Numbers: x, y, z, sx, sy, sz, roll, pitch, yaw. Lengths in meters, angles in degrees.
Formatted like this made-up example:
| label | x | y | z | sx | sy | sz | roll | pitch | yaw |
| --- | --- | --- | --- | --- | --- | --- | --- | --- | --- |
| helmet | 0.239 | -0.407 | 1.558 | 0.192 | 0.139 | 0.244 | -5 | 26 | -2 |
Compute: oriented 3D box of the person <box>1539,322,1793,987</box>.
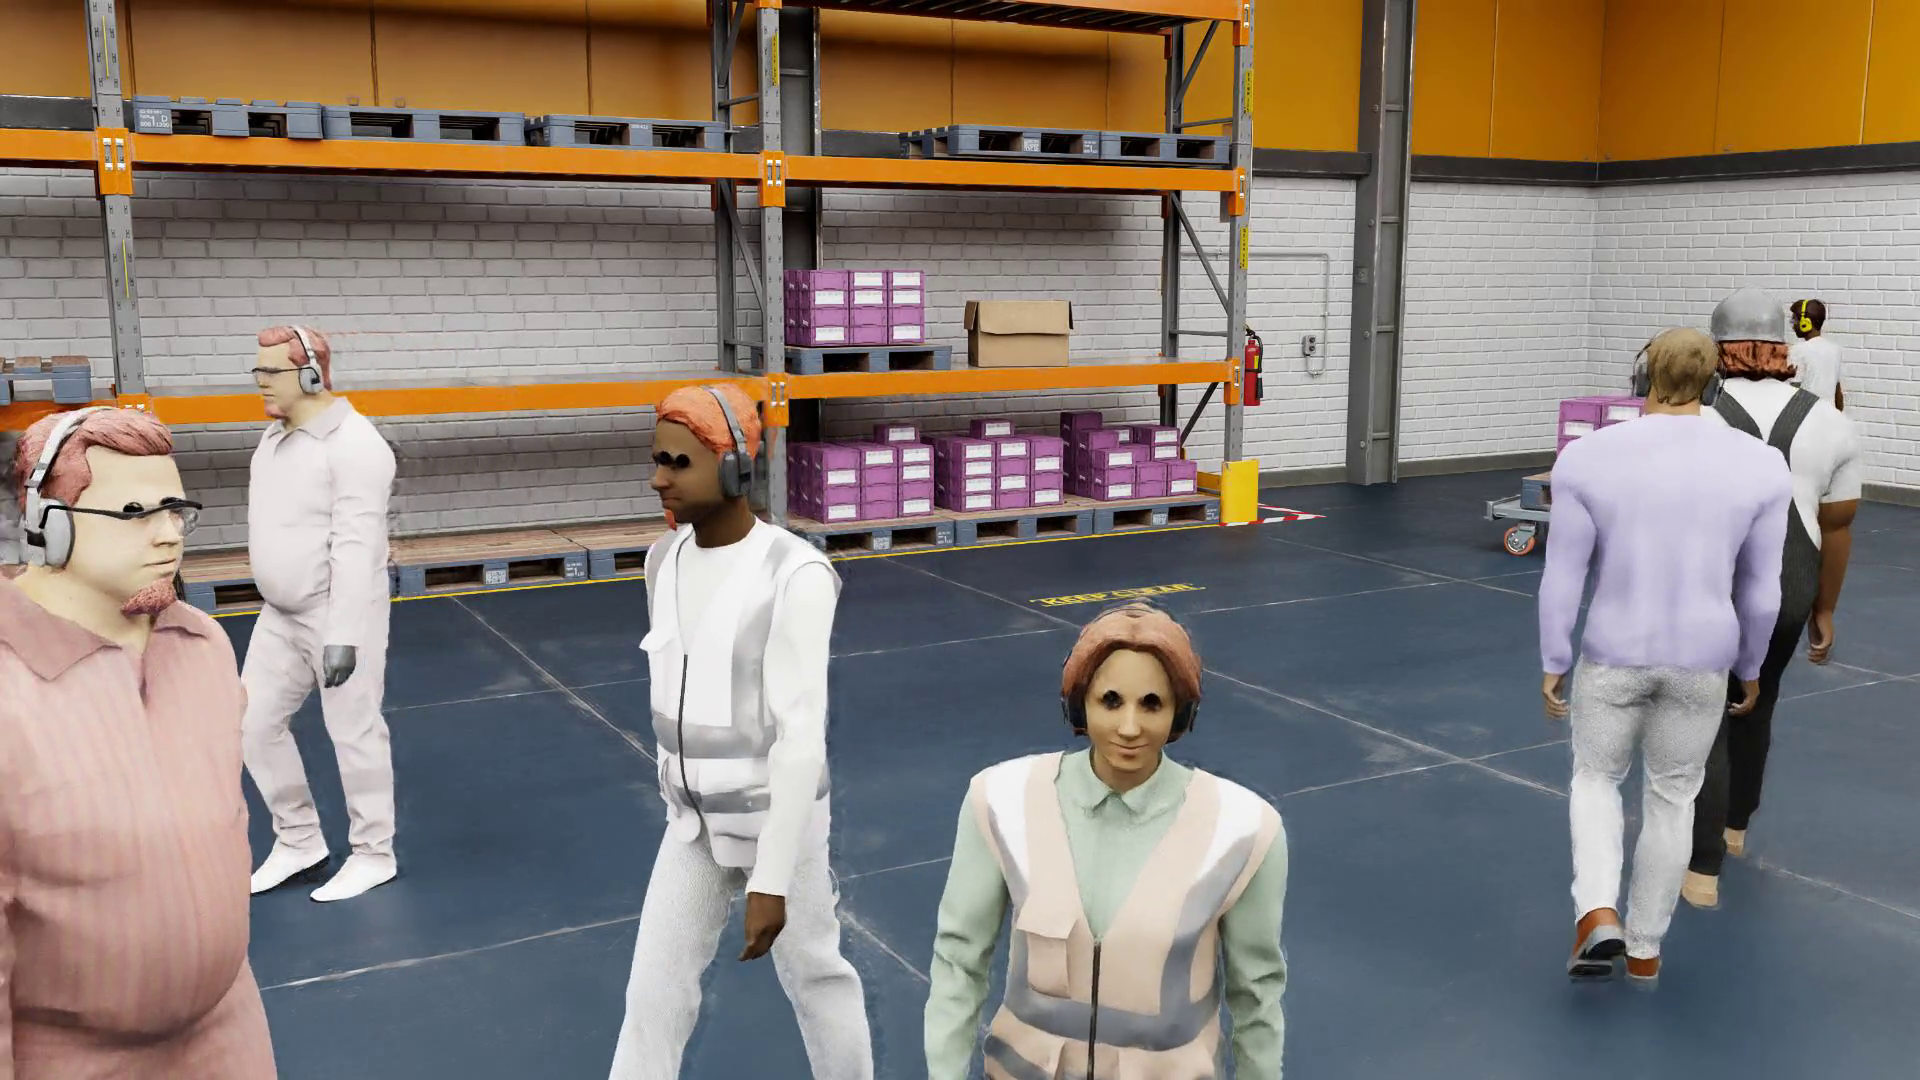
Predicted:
| label | x | y | z | sx | sy | sz | roll | pitch | yaw |
| --- | --- | --- | --- | --- | --- | --- | --- | --- | --- |
| person | 1.963 | 0.355 | 4.690 | 0.640 | 1.919 | 0.515 | 3 | 10 | 20 |

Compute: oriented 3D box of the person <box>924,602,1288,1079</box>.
| label | x | y | z | sx | sy | sz | roll | pitch | yaw |
| --- | --- | --- | --- | --- | --- | --- | --- | --- | --- |
| person | 0.227 | 0.871 | 2.548 | 0.513 | 1.584 | 0.915 | 3 | 10 | 18 |

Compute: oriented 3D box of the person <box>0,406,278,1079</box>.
| label | x | y | z | sx | sy | sz | roll | pitch | yaw |
| --- | --- | --- | --- | --- | --- | --- | --- | --- | --- |
| person | -1.317 | 0.730 | 2.501 | 0.731 | 1.878 | 0.641 | 3 | 10 | 20 |

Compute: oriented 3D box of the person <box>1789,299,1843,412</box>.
| label | x | y | z | sx | sy | sz | roll | pitch | yaw |
| --- | --- | --- | --- | --- | --- | --- | --- | --- | --- |
| person | 6.134 | -0.795 | 11.902 | 0.619 | 1.848 | 0.486 | -4 | 10 | -25 |

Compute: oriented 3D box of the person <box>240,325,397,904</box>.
| label | x | y | z | sx | sy | sz | roll | pitch | yaw |
| --- | --- | --- | --- | --- | --- | --- | --- | --- | --- |
| person | -2.115 | 0.264 | 5.348 | 0.647 | 1.889 | 0.584 | 6 | 11 | 34 |

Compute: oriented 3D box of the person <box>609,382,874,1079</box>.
| label | x | y | z | sx | sy | sz | roll | pitch | yaw |
| --- | --- | --- | --- | --- | --- | --- | --- | --- | --- |
| person | -0.499 | 0.606 | 3.397 | 0.599 | 1.832 | 0.970 | 8 | 12 | 41 |

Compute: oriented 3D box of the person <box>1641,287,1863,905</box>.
| label | x | y | z | sx | sy | sz | roll | pitch | yaw |
| --- | --- | --- | --- | --- | --- | --- | --- | --- | --- |
| person | 2.555 | 0.136 | 5.648 | 0.705 | 2.000 | 0.912 | 1 | 9 | 3 |
